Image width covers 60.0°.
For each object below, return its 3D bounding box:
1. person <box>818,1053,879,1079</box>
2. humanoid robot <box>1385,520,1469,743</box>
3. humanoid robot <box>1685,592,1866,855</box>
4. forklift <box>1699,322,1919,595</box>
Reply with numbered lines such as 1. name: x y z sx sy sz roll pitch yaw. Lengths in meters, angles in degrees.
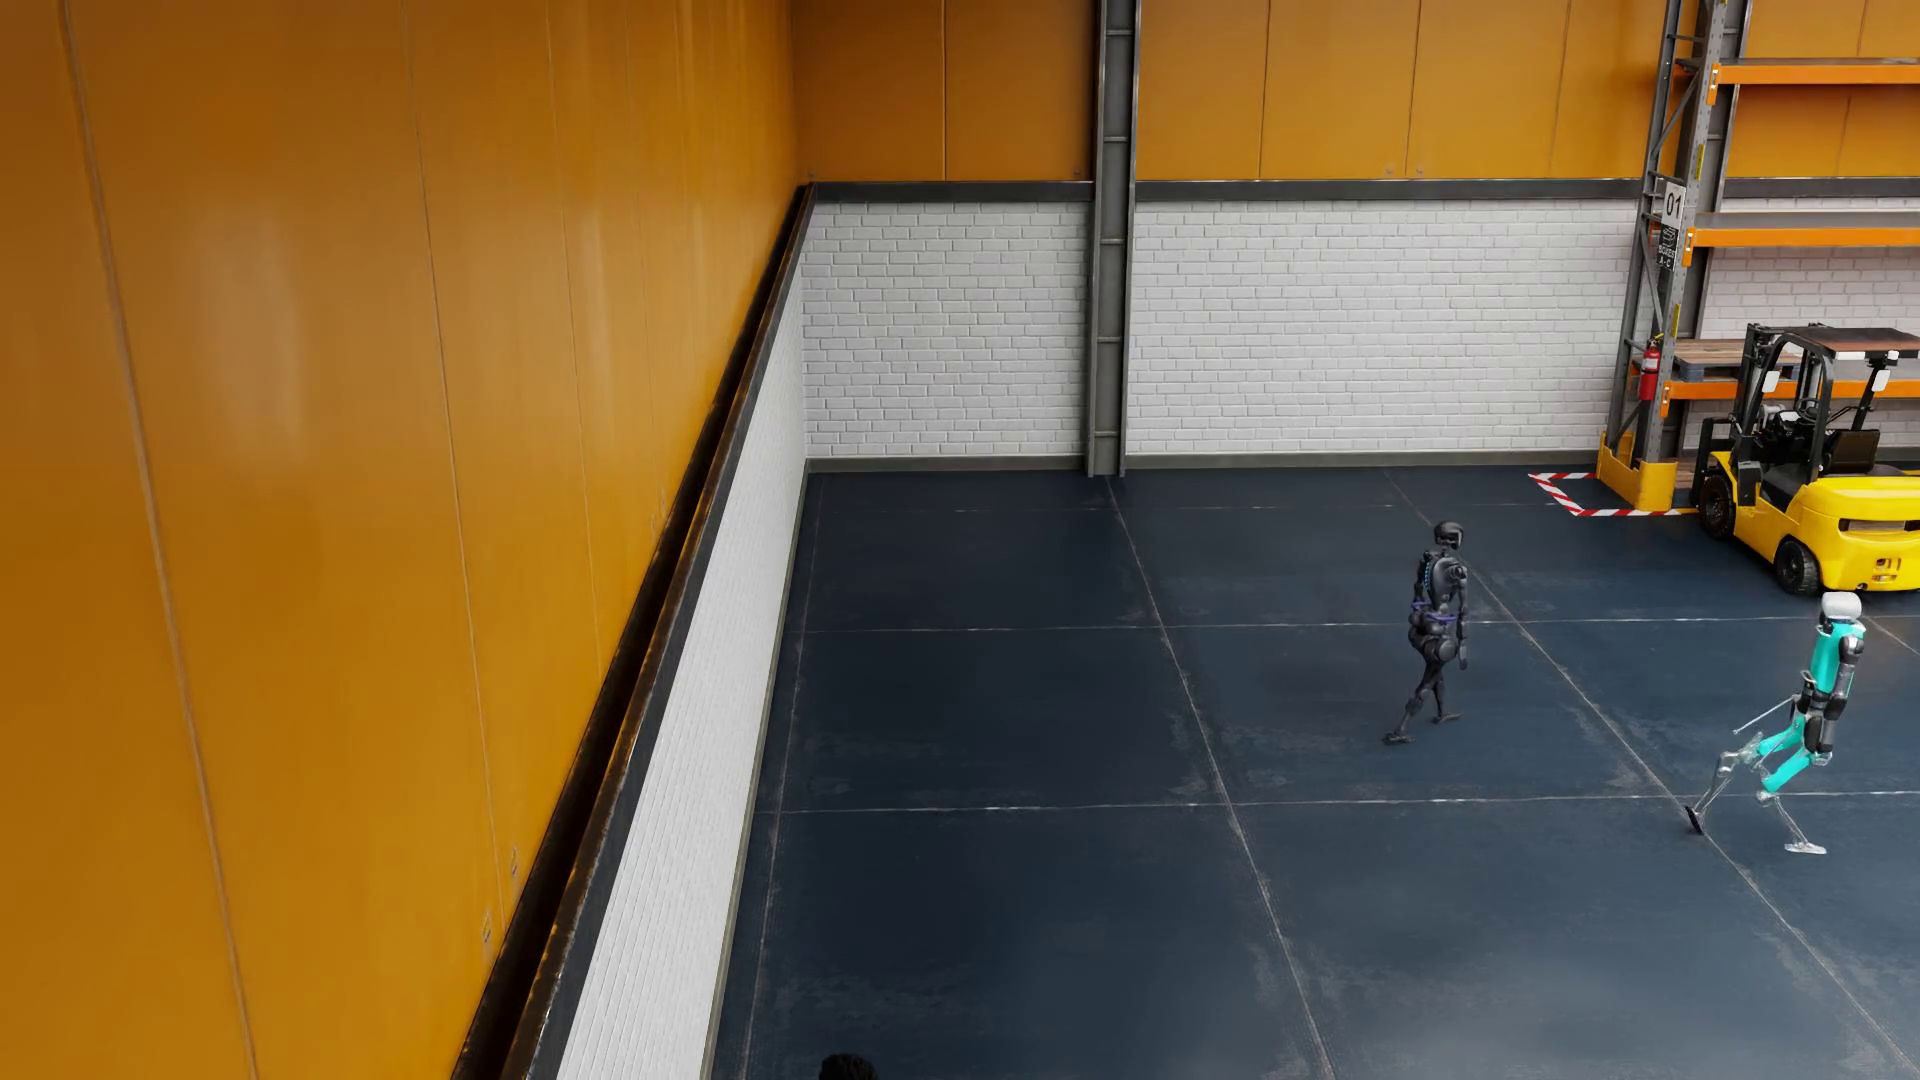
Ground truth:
1. person: -0.391 2.667 6.259 0.317 1.695 0.539 5 21 14
2. humanoid robot: 3.386 0.637 11.856 0.775 1.627 0.603 -8 22 -20
3. humanoid robot: 5.016 1.141 10.362 0.961 1.767 0.531 4 21 11
4. forklift: 7.809 -0.792 14.926 1.214 2.155 2.313 -1 20 -2
